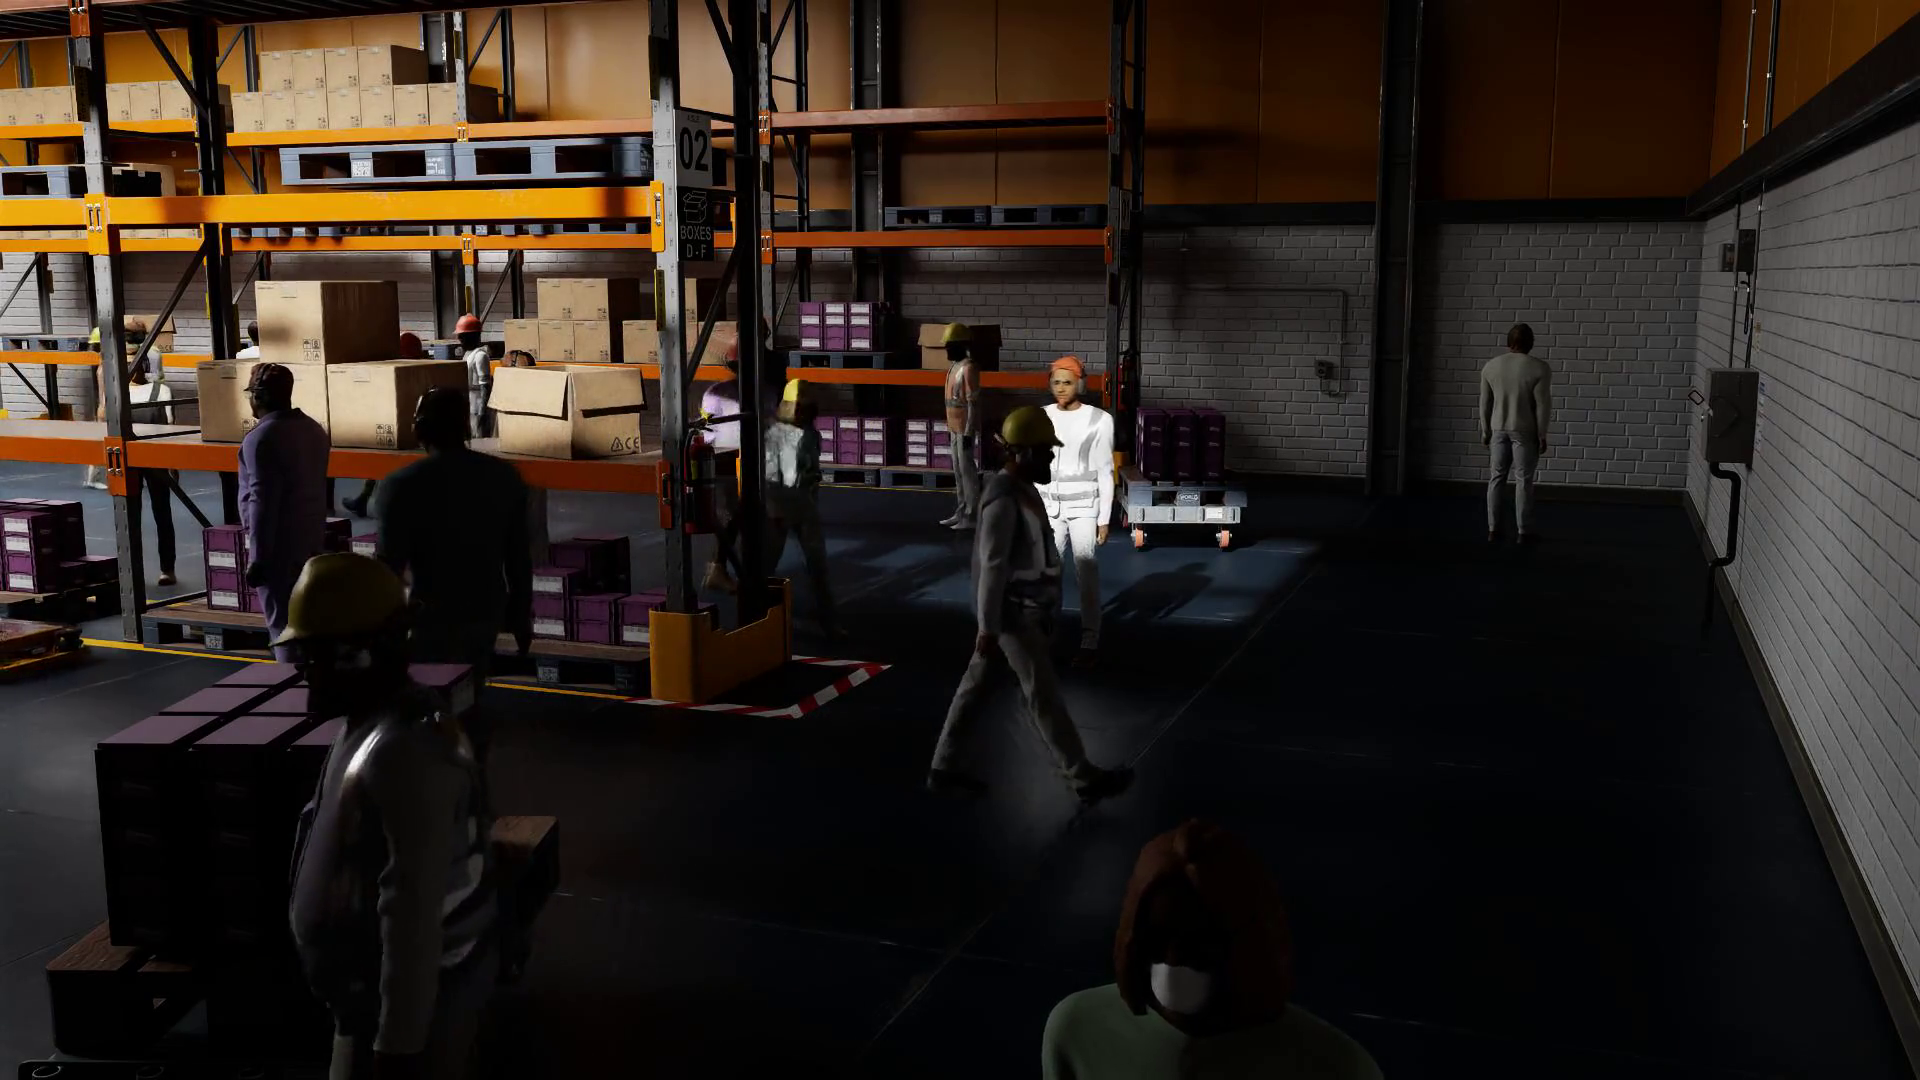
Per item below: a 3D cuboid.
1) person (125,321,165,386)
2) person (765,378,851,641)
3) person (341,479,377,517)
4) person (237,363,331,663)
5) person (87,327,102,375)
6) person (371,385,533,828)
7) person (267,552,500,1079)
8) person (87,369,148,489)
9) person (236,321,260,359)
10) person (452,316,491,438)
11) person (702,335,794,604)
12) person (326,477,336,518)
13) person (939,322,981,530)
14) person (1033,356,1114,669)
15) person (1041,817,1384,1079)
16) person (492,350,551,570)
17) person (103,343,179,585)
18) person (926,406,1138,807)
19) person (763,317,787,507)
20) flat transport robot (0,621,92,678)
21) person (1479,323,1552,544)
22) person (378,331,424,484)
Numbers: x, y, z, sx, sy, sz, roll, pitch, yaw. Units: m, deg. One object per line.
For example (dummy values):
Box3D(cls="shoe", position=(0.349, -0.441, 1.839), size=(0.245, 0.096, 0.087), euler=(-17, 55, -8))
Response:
Box3D(cls="person", position=(-9.708, -1.696, 19.817), size=(0.645, 1.826, 0.433), euler=(8, 12, 42))
Box3D(cls="person", position=(-1.107, -0.211, 10.863), size=(0.500, 1.700, 0.908), euler=(-8, 12, -41))
Box3D(cls="person", position=(-5.701, -1.121, 15.947), size=(0.970, 1.883, 0.552), euler=(5, 10, 28))
Box3D(cls="person", position=(-3.534, 0.034, 8.667), size=(0.401, 1.907, 0.646), euler=(1, 9, 9))
Box3D(cls="person", position=(-9.793, -1.576, 19.260), size=(0.439, 1.760, 0.661), euler=(-4, 10, -21))
Box3D(cls="person", position=(-2.135, 0.324, 6.816), size=(0.792, 1.910, 0.640), euler=(8, 12, 41))
Box3D(cls="person", position=(-1.101, 0.911, 3.513), size=(0.736, 1.797, 0.610), euler=(-5, 10, -30))
Box3D(cls="person", position=(-9.244, -1.337, 18.249), size=(0.851, 1.592, 0.520), euler=(1, 9, 8))
Box3D(cls="person", position=(-7.609, -1.450, 18.122), size=(0.521, 1.863, 0.319), euler=(2, 9, 11))
Box3D(cls="person", position=(-5.111, -1.380, 17.452), size=(0.367, 1.933, 0.553), euler=(-6, 11, -33))
Box3D(cls="person", position=(-1.550, -0.495, 11.860), size=(1.190, 1.963, 0.628), euler=(8, 12, 42))
Box3D(cls="person", position=(-6.318, -1.222, 16.133), size=(0.536, 2.000, 0.688), euler=(-3, 9, -17))
Box3D(cls="person", position=(-0.006, -1.050, 15.414), size=(0.386, 1.922, 0.594), euler=(-3, 9, -15))
Box3D(cls="person", position=(0.653, -0.165, 10.012), size=(0.578, 1.879, 0.348), euler=(5, 10, 29))
Box3D(cls="person", position=(0.337, 1.179, 2.350), size=(0.505, 1.630, 0.275), euler=(4, 10, 25))
Box3D(cls="person", position=(-3.044, -0.396, 11.573), size=(0.429, 1.843, 0.628), euler=(0, 9, 2))
Box3D(cls="person", position=(-6.205, -0.567, 12.627), size=(0.509, 1.844, 0.329), euler=(-2, 9, -10))
Box3D(cls="person", position=(0.290, 0.298, 7.390), size=(0.980, 1.776, 0.609), euler=(1, 9, 7))
Box3D(cls="person", position=(-1.887, -1.126, 15.676), size=(0.394, 1.990, 0.618), euler=(7, 12, 38))
Box3D(cls="flat transport robot", position=(-6.069, 0.627, 10.058), size=(1.431, 0.197, 0.652), euler=(3, 10, 20))
Box3D(cls="person", position=(4.886, -0.937, 14.662), size=(0.629, 1.940, 0.377), euler=(8, 12, 41))
Box3D(cls="person", position=(-4.161, -0.614, 12.645), size=(0.550, 1.933, 0.374), euler=(-5, 10, -27))
